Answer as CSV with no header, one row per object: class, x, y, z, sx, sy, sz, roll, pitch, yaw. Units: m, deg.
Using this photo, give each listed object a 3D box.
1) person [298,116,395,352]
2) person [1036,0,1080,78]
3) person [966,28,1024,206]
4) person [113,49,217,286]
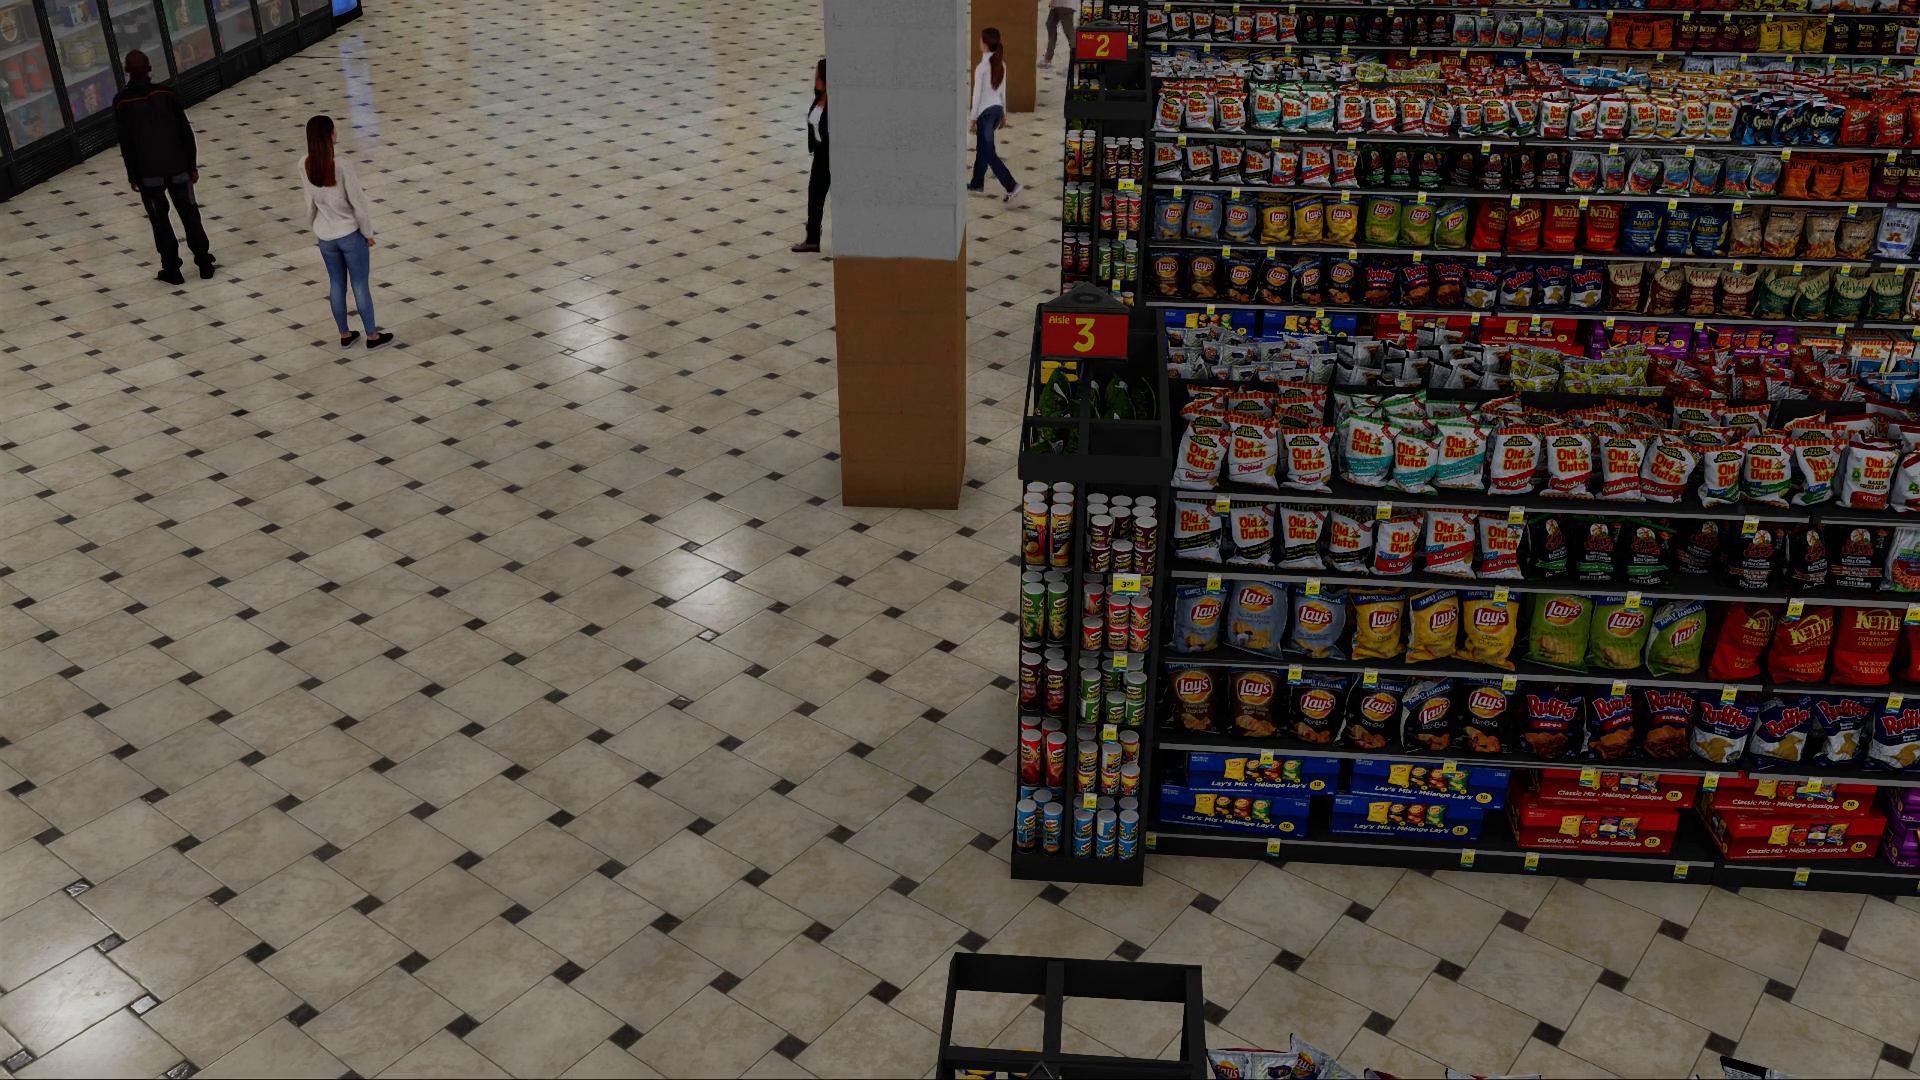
person,-4.391,-2.171,11.816,0.534,1.692,0.709,7,29,13
person,1.297,-6.278,19.203,0.832,1.822,0.688,2,29,4
person,0.306,-3.771,14.915,1.064,1.529,0.935,25,37,37
person,-6.272,-2.925,13.059,0.772,1.825,0.853,-19,34,-31
